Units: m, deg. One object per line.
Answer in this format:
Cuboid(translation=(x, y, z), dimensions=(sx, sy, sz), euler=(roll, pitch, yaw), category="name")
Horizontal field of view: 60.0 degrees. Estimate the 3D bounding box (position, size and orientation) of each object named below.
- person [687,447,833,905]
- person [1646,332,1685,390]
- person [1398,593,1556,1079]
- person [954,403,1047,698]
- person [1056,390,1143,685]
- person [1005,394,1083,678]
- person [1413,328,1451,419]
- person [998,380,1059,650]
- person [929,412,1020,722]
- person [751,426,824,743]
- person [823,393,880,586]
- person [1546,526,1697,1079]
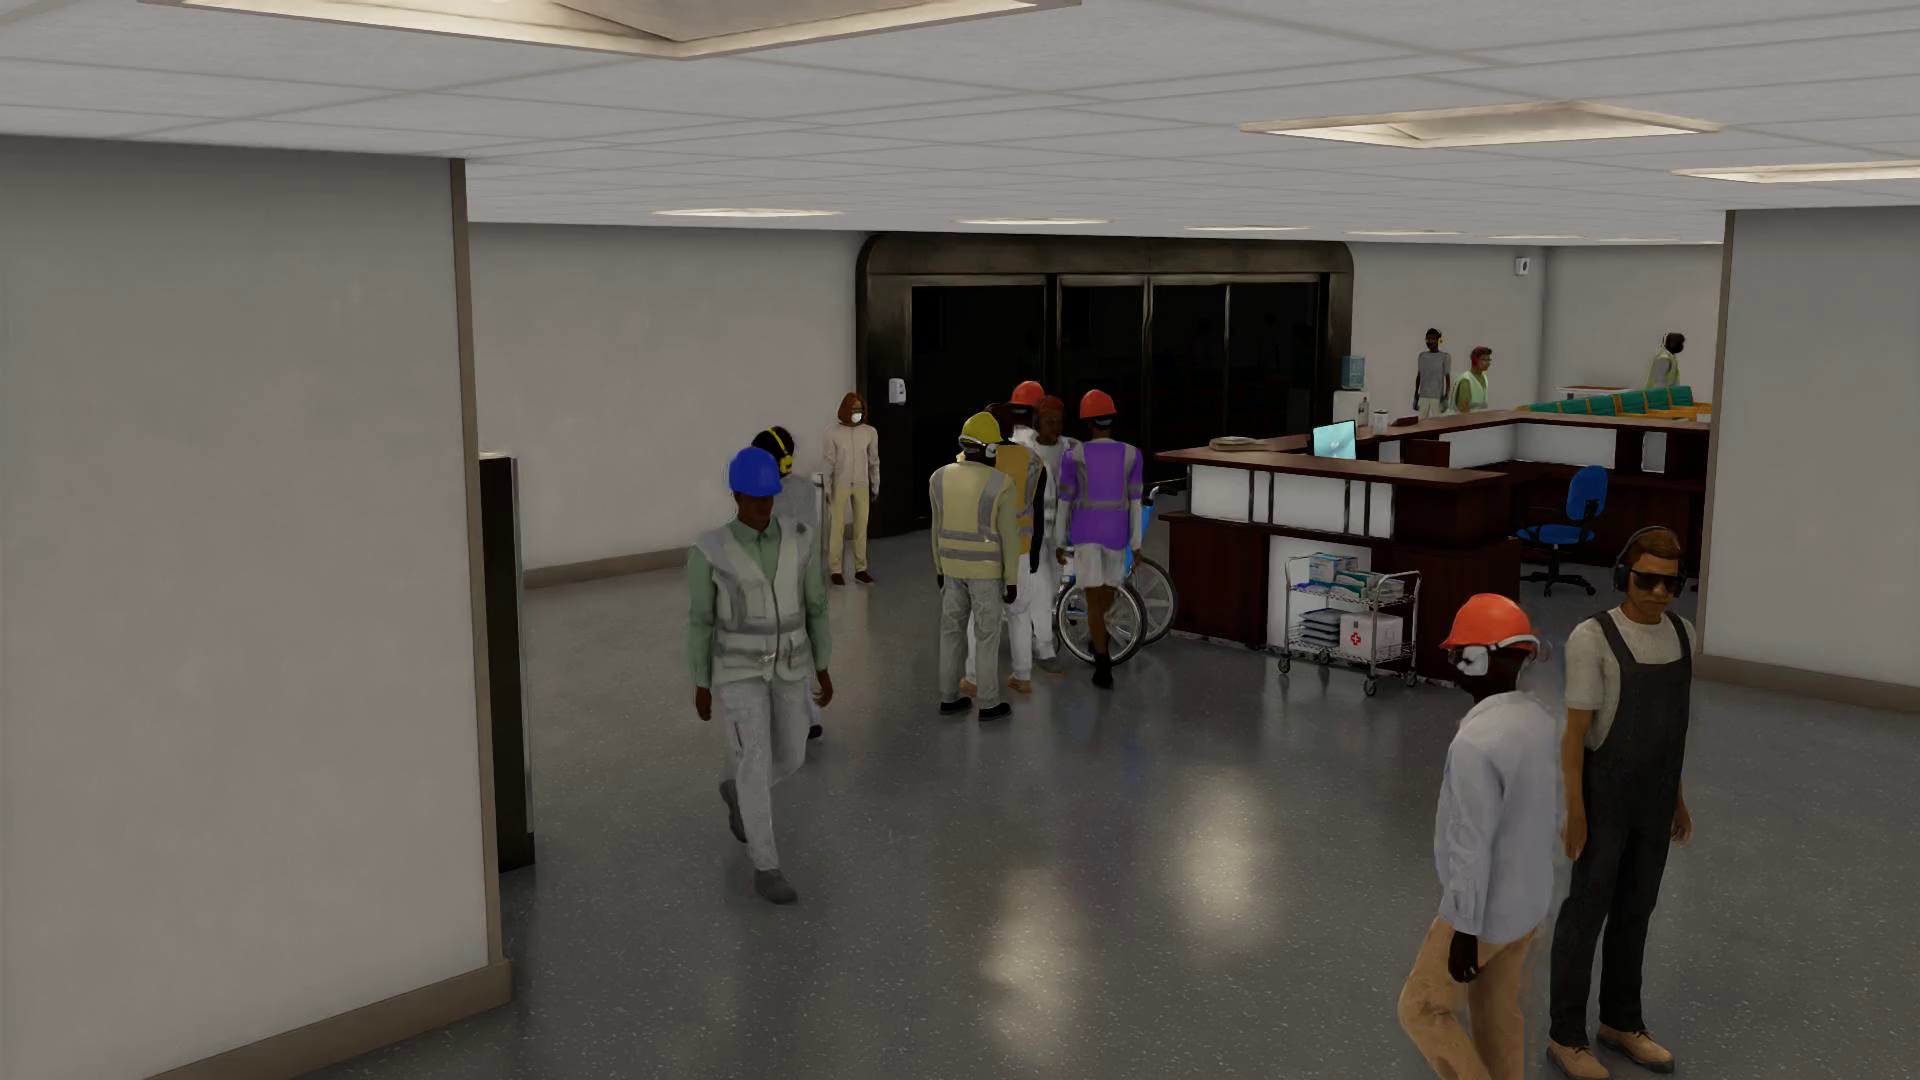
Cuboid(translation=(-0.891, 0.537, 7.183), dimensions=(0.610, 1.923, 0.784), euler=(-6, 11, -33), category="person")
Cuboid(translation=(9.604, -1.977, 22.990), dimensions=(0.660, 1.811, 0.637), euler=(4, 10, 25), category="person")
Cuboid(translation=(1.492, 1.020, 4.787), dimensions=(0.382, 1.729, 0.577), euler=(7, 12, 37), category="person")
Cuboid(translation=(0.229, 0.063, 10.386), dimensions=(0.627, 1.835, 0.432), euler=(-3, 10, -18), category="person")
Cuboid(translation=(0.902, -0.034, 10.835), dimensions=(0.550, 1.880, 1.014), euler=(-1, 9, -7), category="person")
Cuboid(translation=(0.510, -0.063, 11.094), dimensions=(0.571, 1.854, 0.823), euler=(-5, 10, -26), category="person")
Cuboid(translation=(6.303, -1.896, 22.260), dimensions=(0.514, 1.872, 0.328), euler=(8, 12, 41), category="person")
Cuboid(translation=(0.380, -0.170, 11.660), dimensions=(0.557, 1.888, 0.993), euler=(8, 12, 40), category="person")
Cuboid(translation=(0.100, 0.163, 9.785), dimensions=(0.596, 1.828, 0.403), euler=(6, 11, 32), category="person")
Cuboid(translation=(-0.962, 0.287, 9.021), dimensions=(0.420, 1.827, 0.602), euler=(5, 11, 29), category="person")
Cuboid(translation=(-0.914, -0.430, 14.025), dimensions=(0.505, 1.628, 0.286), euler=(-4, 10, -24), category="person")
Cuboid(translation=(2.180, 0.859, 5.442), dimensions=(0.517, 1.841, 0.325), euler=(-4, 10, -24), category="person")
